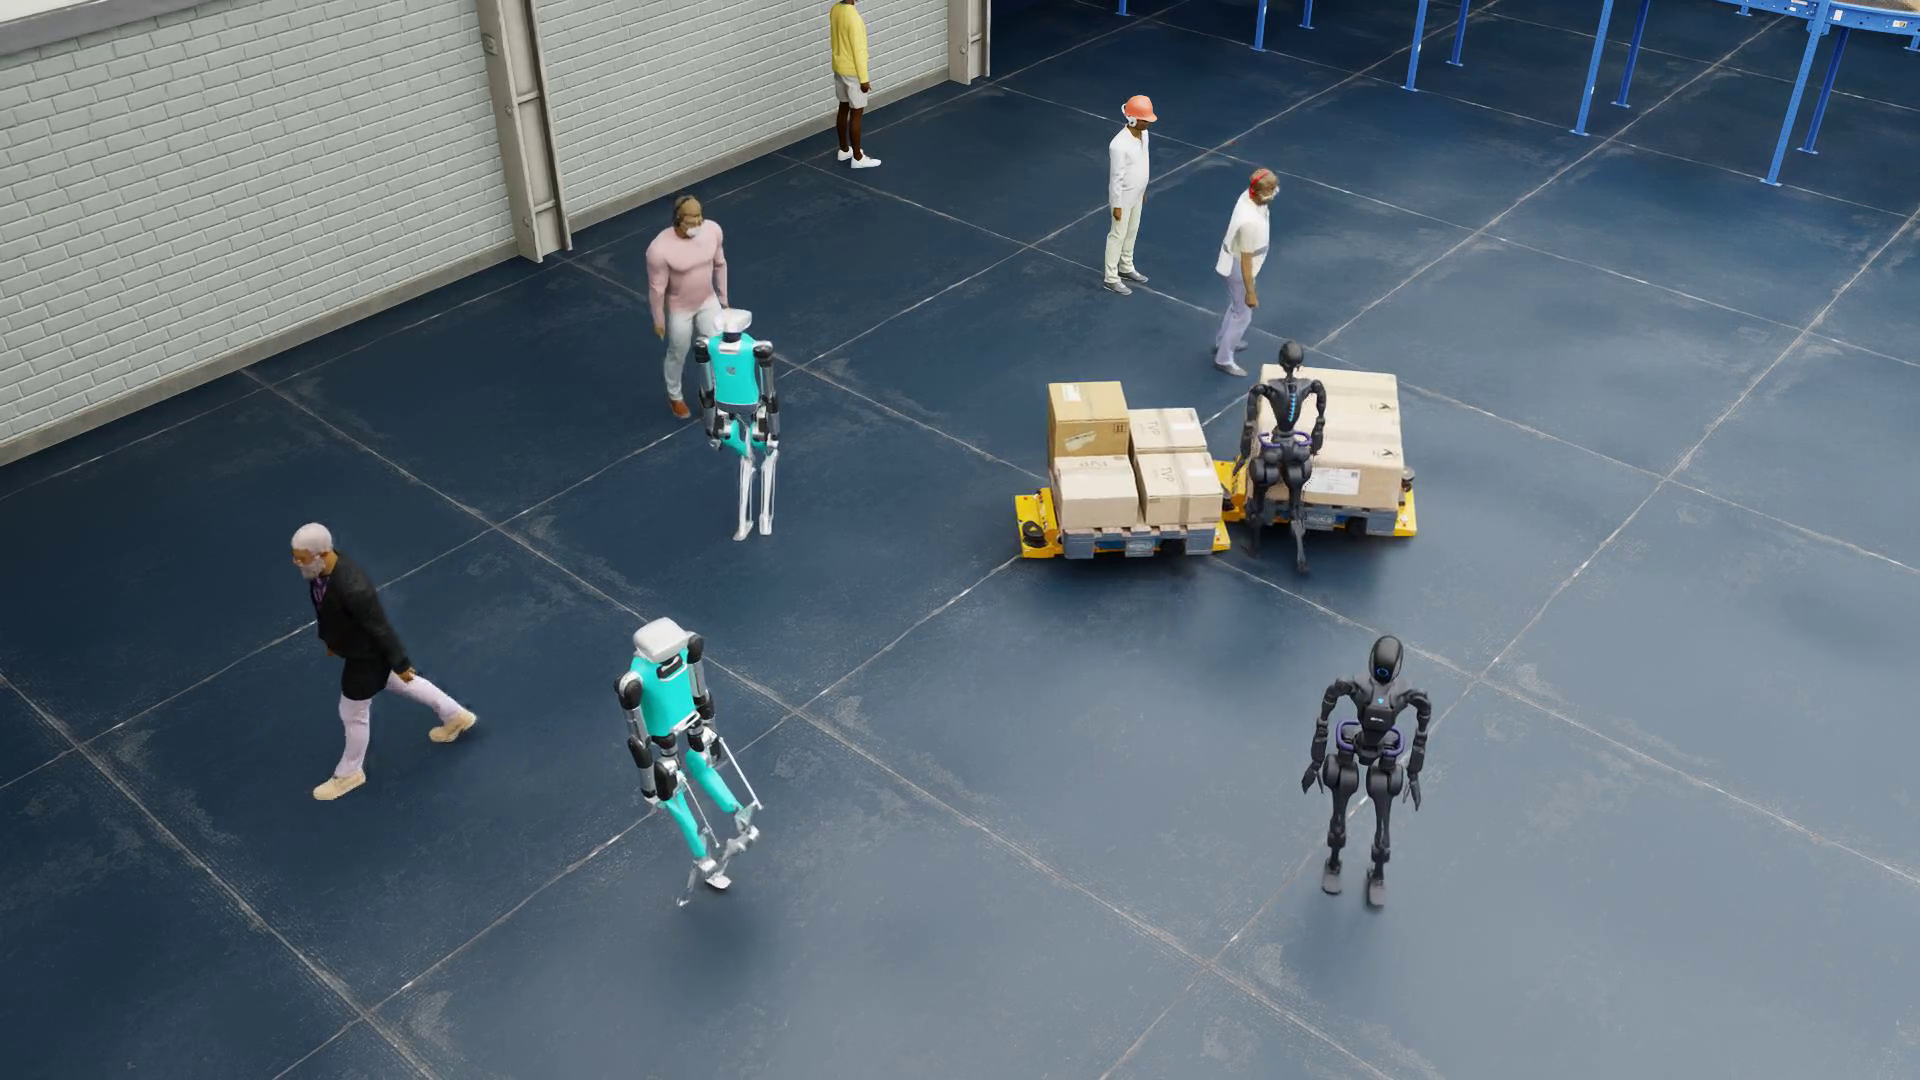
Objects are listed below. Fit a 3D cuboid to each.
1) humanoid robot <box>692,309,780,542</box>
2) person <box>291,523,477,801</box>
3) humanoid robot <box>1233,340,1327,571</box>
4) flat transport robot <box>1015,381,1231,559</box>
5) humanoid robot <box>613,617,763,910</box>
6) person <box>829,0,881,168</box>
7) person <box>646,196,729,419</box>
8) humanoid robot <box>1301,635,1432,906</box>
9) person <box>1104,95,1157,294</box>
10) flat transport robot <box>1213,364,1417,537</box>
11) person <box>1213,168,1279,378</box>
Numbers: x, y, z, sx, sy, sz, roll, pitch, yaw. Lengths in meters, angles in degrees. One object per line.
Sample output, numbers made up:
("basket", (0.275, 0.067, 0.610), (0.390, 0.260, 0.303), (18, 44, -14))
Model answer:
("humanoid robot", (-1.429, -0.832, 11.271), (0.531, 1.781, 0.640), (5, 36, 7))
("person", (-3.262, 0.592, 9.240), (0.964, 1.807, 0.556), (-23, 42, -29))
("humanoid robot", (2.114, -0.532, 10.949), (0.591, 1.642, 0.539), (-4, 36, -5))
("flat transport robot", (1.123, -0.156, 11.607), (1.431, 0.231, 0.659), (-2, 36, -3))
("humanoid robot", (-1.295, 1.218, 8.420), (0.664, 1.807, 0.542), (24, 42, 29))
("person", (-1.077, -4.647, 16.510), (0.376, 1.899, 0.541), (-20, 40, -26))
("person", (-2.012, -1.729, 12.431), (0.652, 1.887, 0.656), (-23, 42, -29))
("humanoid robot", (2.078, 1.165, 8.530), (0.610, 1.649, 0.326), (6, 36, 9))
("person", (1.472, -2.973, 14.290), (0.347, 1.743, 0.561), (20, 40, 26))
("flat transport robot", (2.511, -0.336, 11.859), (1.431, 0.231, 0.659), (5, 36, 8))
("person", (2.218, -2.108, 13.025), (0.422, 1.802, 0.677), (6, 36, 9))
